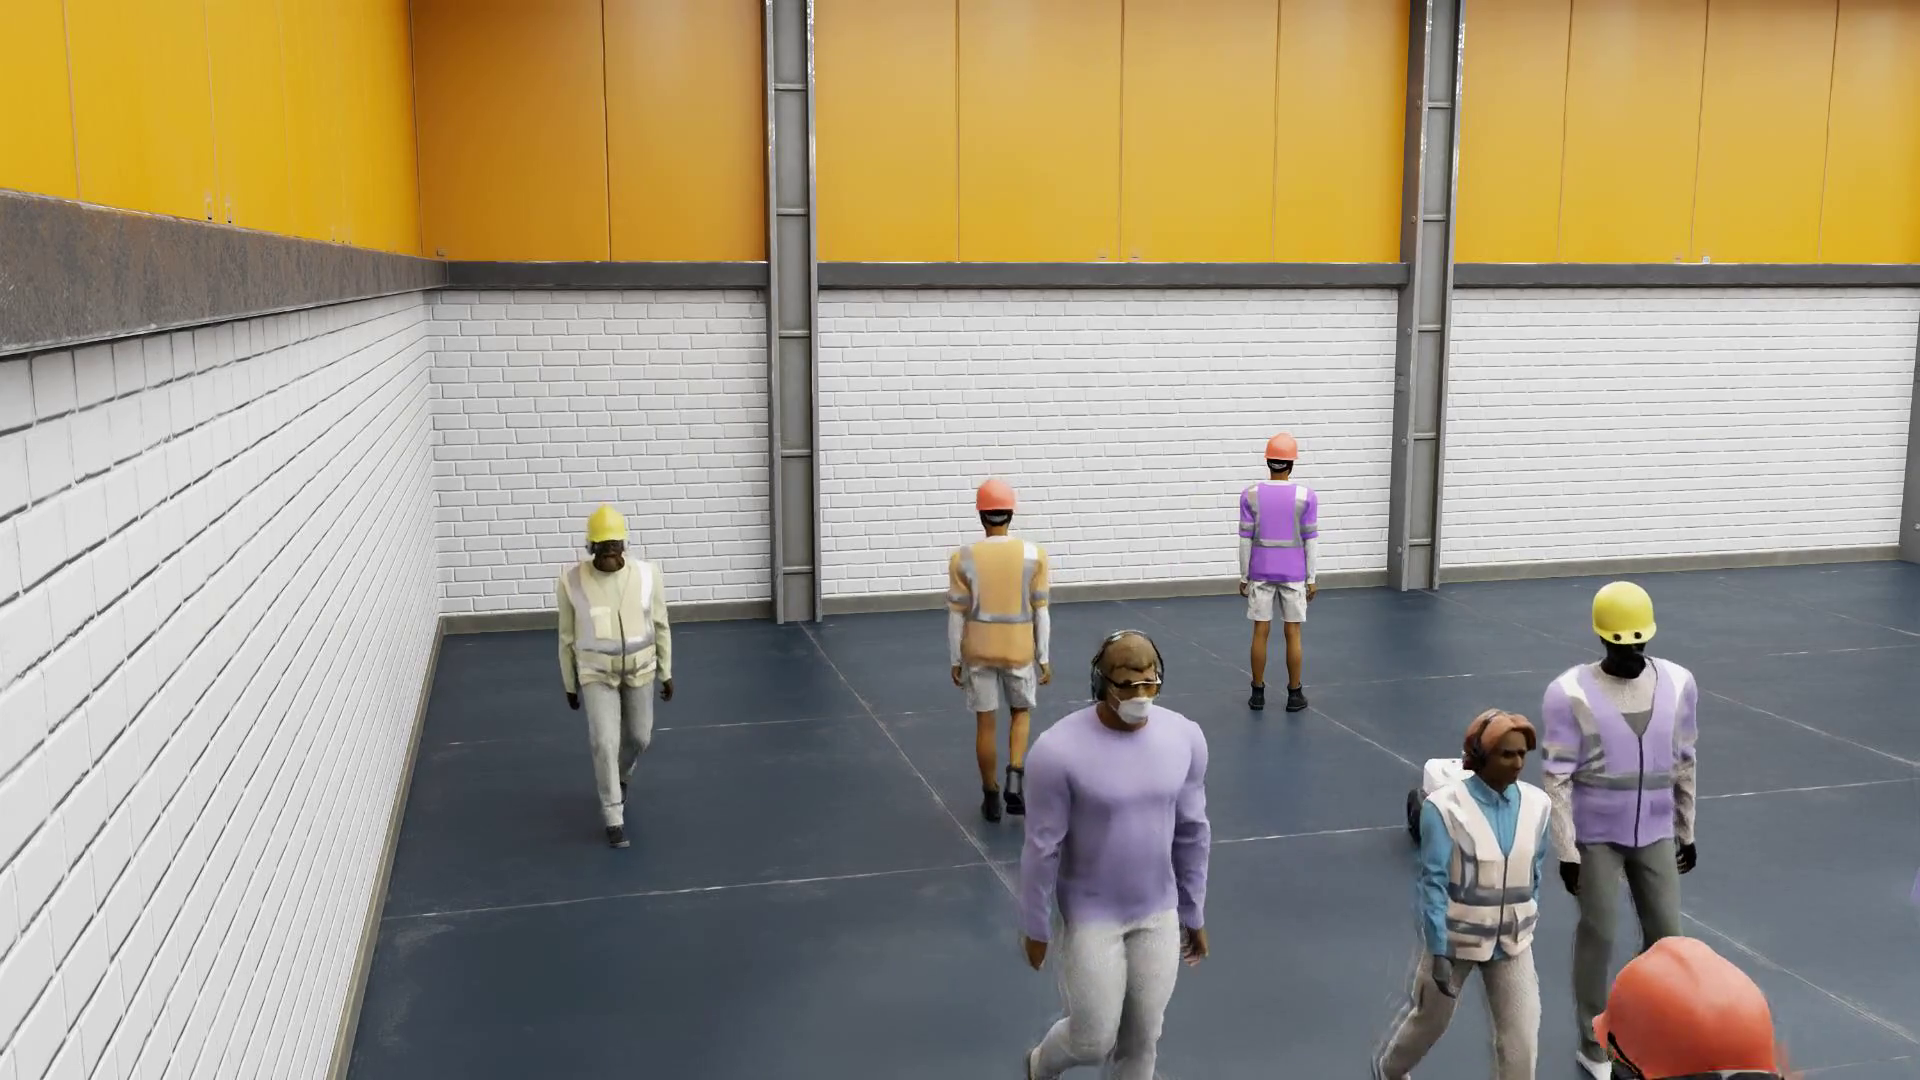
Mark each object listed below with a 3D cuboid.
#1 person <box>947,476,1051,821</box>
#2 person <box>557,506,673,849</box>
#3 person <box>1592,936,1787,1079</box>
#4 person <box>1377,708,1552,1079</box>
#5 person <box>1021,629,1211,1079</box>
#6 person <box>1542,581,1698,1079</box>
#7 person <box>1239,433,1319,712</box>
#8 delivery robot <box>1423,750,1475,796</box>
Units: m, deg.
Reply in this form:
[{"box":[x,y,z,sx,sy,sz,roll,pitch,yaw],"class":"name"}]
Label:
[{"box":[0.214,0.615,9.143,0.574,1.924,0.454,0,9,-1],"class":"person"},{"box":[-1.880,0.694,9.031,0.590,1.811,0.776,-4,10,-24],"class":"person"},{"box":[1.127,1.630,2.600,0.617,2.005,1.029,-1,9,-7],"class":"person"},{"box":[1.728,1.336,5.652,0.506,1.605,0.825,-2,9,-13],"class":"person"},{"box":[0.480,1.208,5.483,0.636,1.922,0.619,-4,10,-23],"class":"person"},{"box":[2.477,1.092,6.197,0.614,1.909,0.446,0,9,-3],"class":"person"},{"box":[2.200,0.228,11.519,0.543,1.939,0.360,3,10,17],"class":"person"},{"box":[2.649,1.333,8.632,0.477,0.478,0.707,0,9,2],"class":"delivery robot"}]
